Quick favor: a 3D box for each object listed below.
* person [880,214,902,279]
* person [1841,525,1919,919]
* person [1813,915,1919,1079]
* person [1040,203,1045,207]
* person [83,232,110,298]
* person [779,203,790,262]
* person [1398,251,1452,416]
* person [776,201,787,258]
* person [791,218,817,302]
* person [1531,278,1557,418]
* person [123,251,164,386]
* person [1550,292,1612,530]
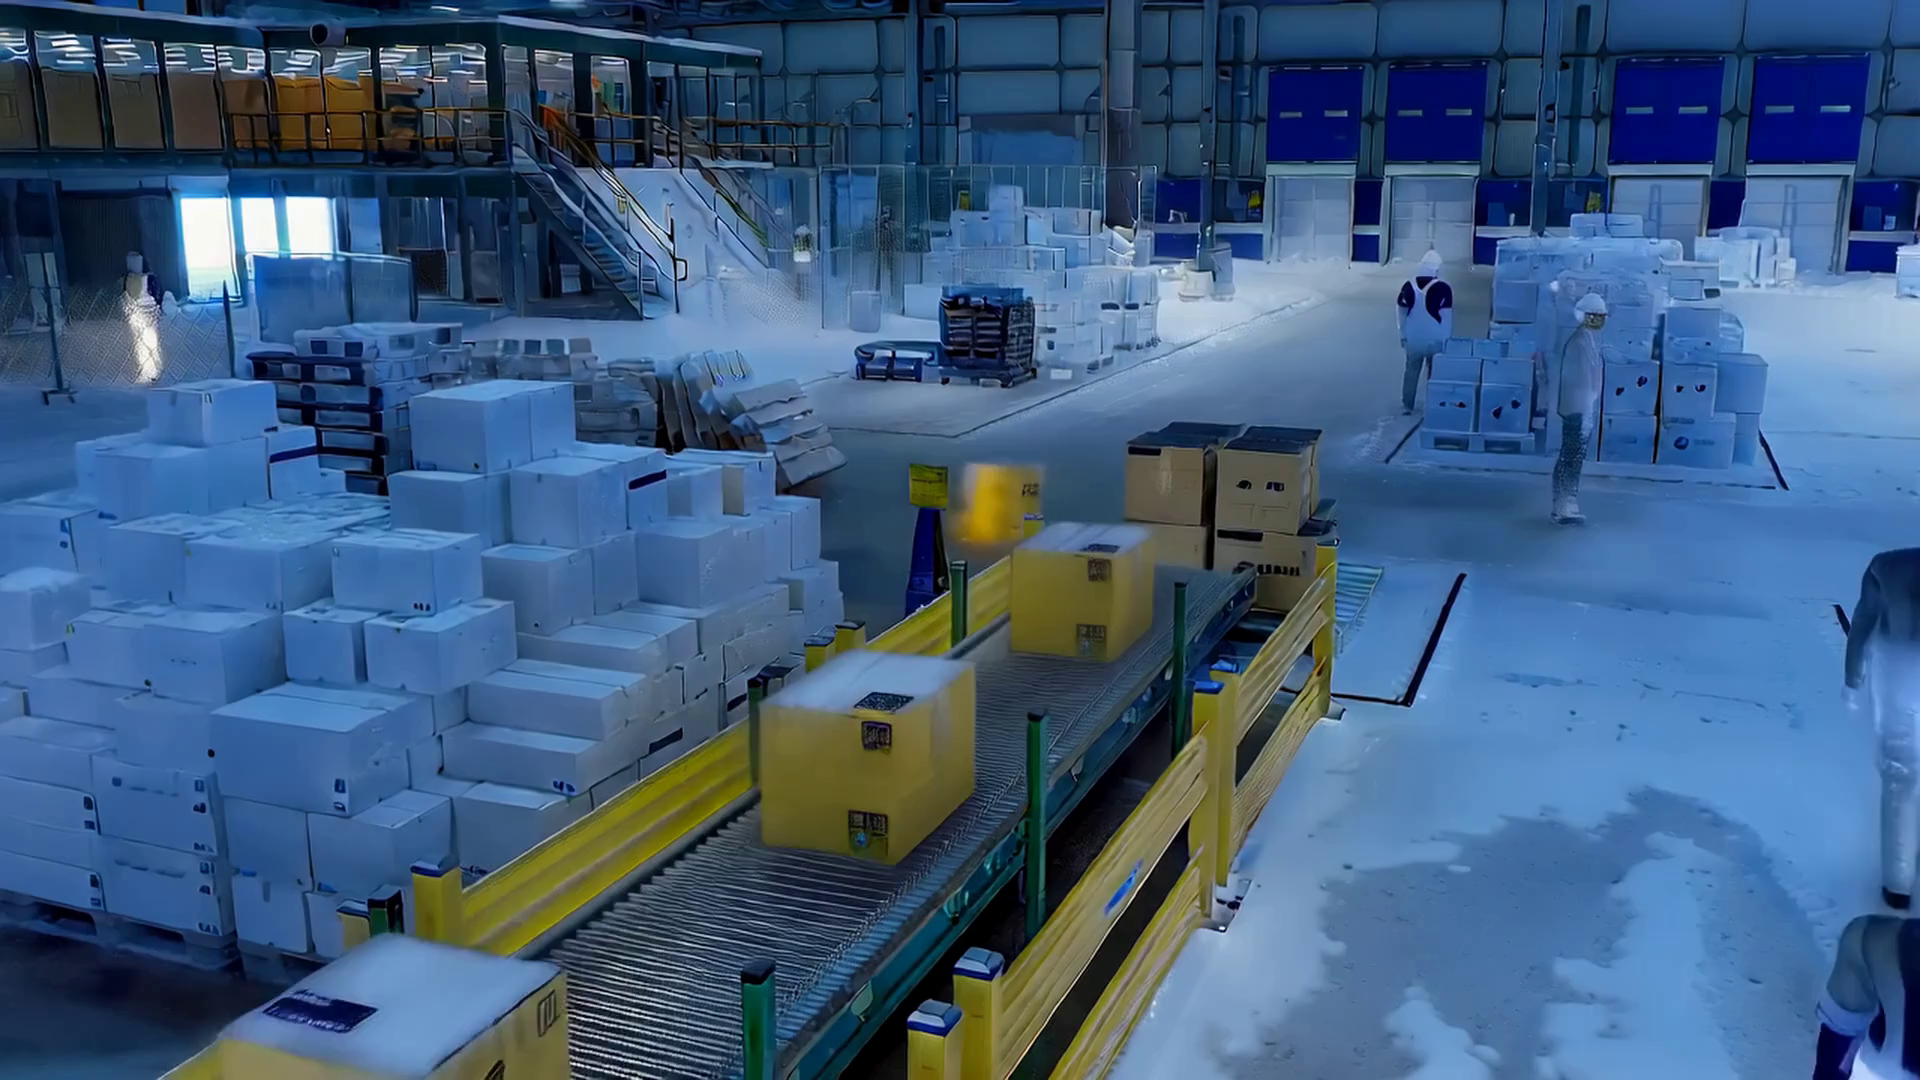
[{"bbox_3d":[-1.947,-8.221,46.554,0.628,1.784,1.000,-5,14,-23],"label":"person"},{"bbox_3d":[4.008,0.604,6.920,0.605,1.786,0.893,6,14,23],"label":"person"},{"bbox_3d":[2.236,1.366,3.813,0.545,1.647,0.854,7,14,27],"label":"person"},{"bbox_3d":[2.668,-9.918,53.778,0.614,1.946,0.390,0,13,0],"label":"person"},{"bbox_3d":[-20.045,-6.562,38.875,0.650,1.875,0.863,-1,13,-3],"label":"person"},{"bbox_3d":[-5.701,-10.064,54.523,0.513,1.906,0.614,6,14,26],"label":"person"},{"bbox_3d":[5.740,-2.524,20.405,0.684,2.000,0.538,11,17,41],"label":"person"},{"bbox_3d":[-5.984,-10.569,56.714,1.000,1.954,0.628,4,13,16],"label":"person"},{"bbox_3d":[-3.606,-6.391,38.065,0.566,1.894,0.907,4,13,17],"label":"person"},{"bbox_3d":[7.020,-2.300,20.087,0.546,1.730,0.660,-12,17,-43],"label":"person"},{"bbox_3d":[-11.526,-3.118,23.435,0.575,1.883,0.358,4,13,18],"label":"person"},{"bbox_3d":[5.255,-1.093,14.088,0.378,1.996,0.611,2,13,8],"label":"person"}]
